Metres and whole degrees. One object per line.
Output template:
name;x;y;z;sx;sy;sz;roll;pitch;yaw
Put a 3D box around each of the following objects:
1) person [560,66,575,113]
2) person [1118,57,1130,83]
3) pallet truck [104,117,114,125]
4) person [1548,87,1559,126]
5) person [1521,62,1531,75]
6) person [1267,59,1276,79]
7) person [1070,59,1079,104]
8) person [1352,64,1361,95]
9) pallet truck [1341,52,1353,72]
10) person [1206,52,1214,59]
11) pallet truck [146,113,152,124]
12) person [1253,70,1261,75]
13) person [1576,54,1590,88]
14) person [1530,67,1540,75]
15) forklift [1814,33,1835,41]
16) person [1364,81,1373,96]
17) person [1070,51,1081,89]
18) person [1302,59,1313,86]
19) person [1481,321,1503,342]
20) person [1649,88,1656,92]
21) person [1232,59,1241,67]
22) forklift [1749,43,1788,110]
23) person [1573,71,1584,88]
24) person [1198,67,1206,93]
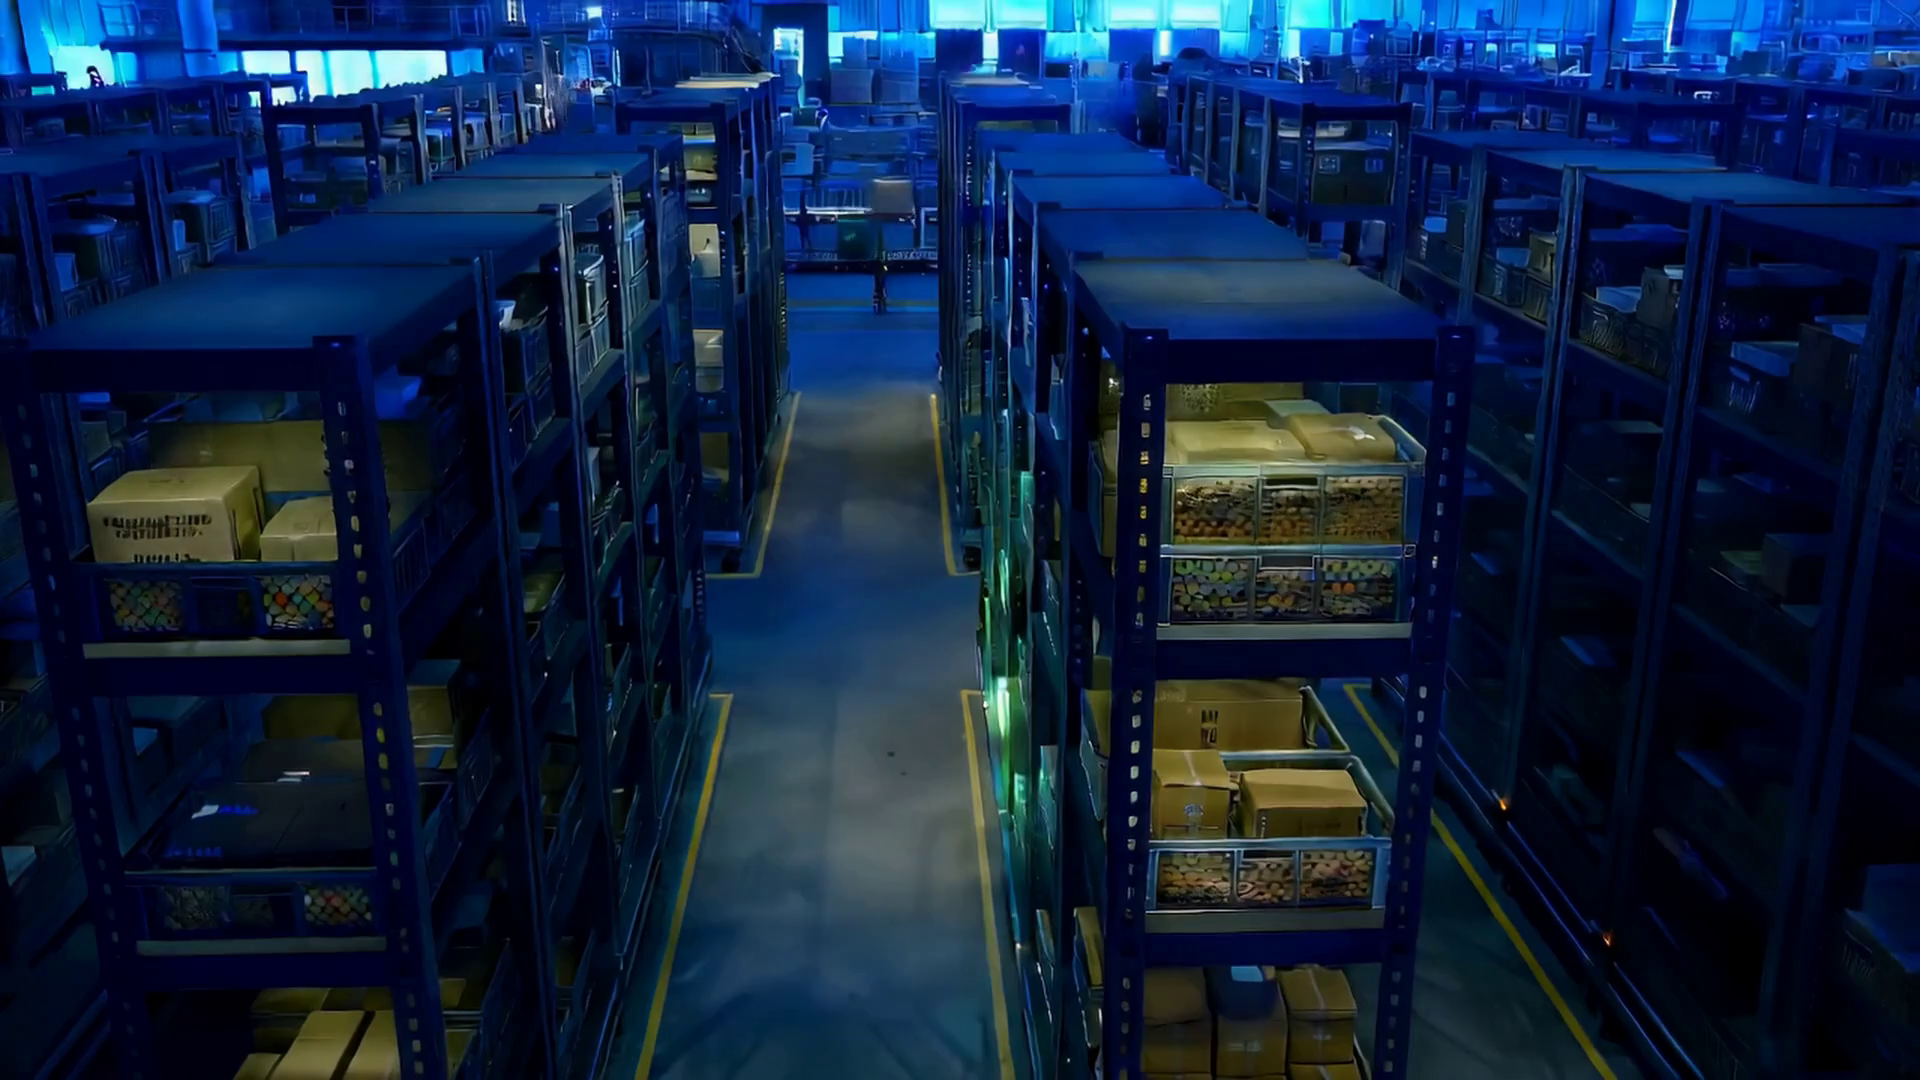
person;-15.949;-18.305;67.567;0.585;1.852;0.926;-1;18;-3
person;7.436;-20.913;75.486;0.635;1.937;0.352;-11;21;-31
pallet truck;-18.367;-7.885;35.078;1.885;1.965;0.823;1;18;2
person;19.478;-13.979;54.496;0.883;1.664;0.536;15;23;38
person;25.281;-20.461;74.345;0.521;1.793;0.970;-6;19;-17
person;15.037;-22.429;80.575;0.379;1.683;0.556;14;23;37
person;5.050;-20.217;73.334;0.357;1.936;0.551;-1;18;-2
person;16.344;-18.618;68.449;0.595;1.896;0.606;3;18;10
pallet truck;18.794;-23.123;82.231;0.823;1.965;1.885;-13;22;-35
person;13.136;-24.764;87.591;0.430;1.837;0.621;-11;21;-31
pallet truck;-18.087;-8.309;36.390;1.885;1.965;0.823;-1;18;-4
person;10.566;-15.767;59.477;0.382;1.988;0.622;-12;21;-33
person;30.580;-22.897;81.733;0.674;1.886;0.409;7;19;22
person;21.135;-16.460;61.544;0.674;2.000;0.689;8;20;23
forklift;44.096;-24.547;85.225;1.129;2.768;1.873;7;19;21
person;13.983;-14.935;57.312;0.760;1.741;0.532;-2;18;-5
person;5.998;-24.380;86.237;0.617;1.934;0.490;16;24;40
person;15.733;-20.794;75.221;0.528;1.876;0.323;8;19;23
person;5.171;-1.658;16.097;0.529;1.812;0.618;6;19;18
person;21.546;-13.202;51.921;0.526;1.759;0.347;16;24;41
person;13.269;-22.248;79.976;0.487;1.719;0.782;1;18;4
forklift;31.171;-17.784;64.297;1.129;2.768;1.873;-1;18;-2
person;23.102;-16.628;62.358;0.504;1.849;0.566;-7;19;-19
person;9.594;-17.590;65.272;0.928;1.908;0.556;-1;18;-2
